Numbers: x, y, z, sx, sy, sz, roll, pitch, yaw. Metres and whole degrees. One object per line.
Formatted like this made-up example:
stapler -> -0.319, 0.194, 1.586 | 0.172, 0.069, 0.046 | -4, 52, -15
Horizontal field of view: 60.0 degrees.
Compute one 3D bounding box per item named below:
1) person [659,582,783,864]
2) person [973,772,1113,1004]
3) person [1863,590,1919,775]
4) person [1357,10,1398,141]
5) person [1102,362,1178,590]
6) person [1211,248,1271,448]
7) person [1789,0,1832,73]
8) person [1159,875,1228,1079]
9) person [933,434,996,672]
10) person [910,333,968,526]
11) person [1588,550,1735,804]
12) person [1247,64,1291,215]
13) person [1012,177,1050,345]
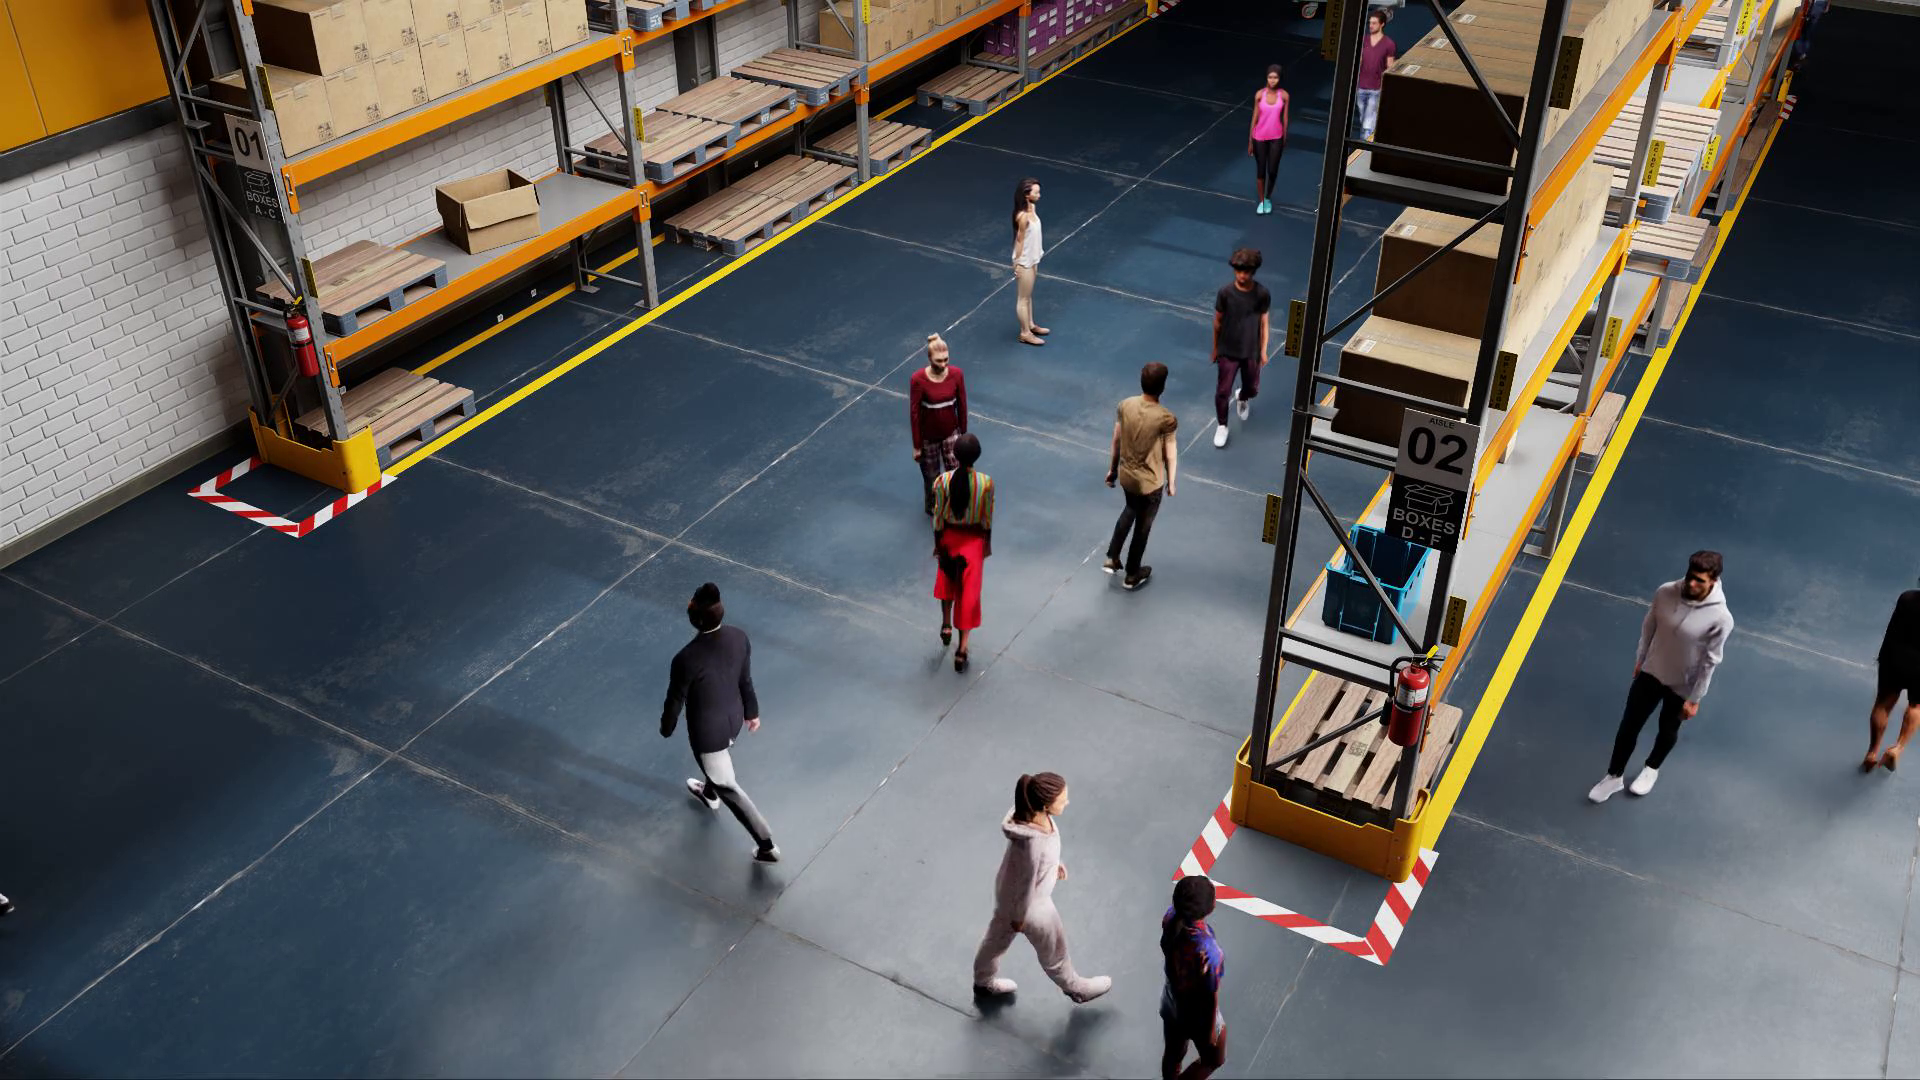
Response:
person -> -1.399, 1.137, 9.923 | 0.869, 1.914, 1.213 | 24, 40, 31
person -> 0.257, 1.912, 8.998 | 1.050, 1.647, 1.043 | -5, 34, -7
person -> 6.015, 0.863, 10.593 | 0.599, 1.628, 0.633 | 26, 41, 33
person -> 4.961, -5.405, 19.854 | 1.123, 1.816, 0.880 | -28, 42, -35
person -> 1.286, -0.407, 12.325 | 0.744, 1.827, 0.791 | 26, 42, 34
person -> 2.416, -1.701, 14.323 | 0.814, 1.770, 0.942 | 5, 34, 7
person -> 11.643, -7.257, 22.609 | 0.837, 1.851, 0.905 | -2, 34, -4
person -> 1.066, 2.355, 8.252 | 0.827, 1.735, 0.764 | -17, 37, -24
person -> -0.009, 0.113, 11.597 | 0.771, 1.766, 0.889 | 0, 34, 0
person -> -0.194, -0.880, 13.156 | 0.757, 1.694, 0.820 | -9, 35, -13
person -> 4.513, 0.816, 10.415 | 0.794, 1.905, 0.907 | 28, 43, 35
person -> 3.446, -4.486, 18.566 | 0.634, 1.711, 0.683 | 8, 35, 12
person -> 0.618, -2.683, 15.905 | 0.677, 1.653, 0.615 | -6, 34, -9
